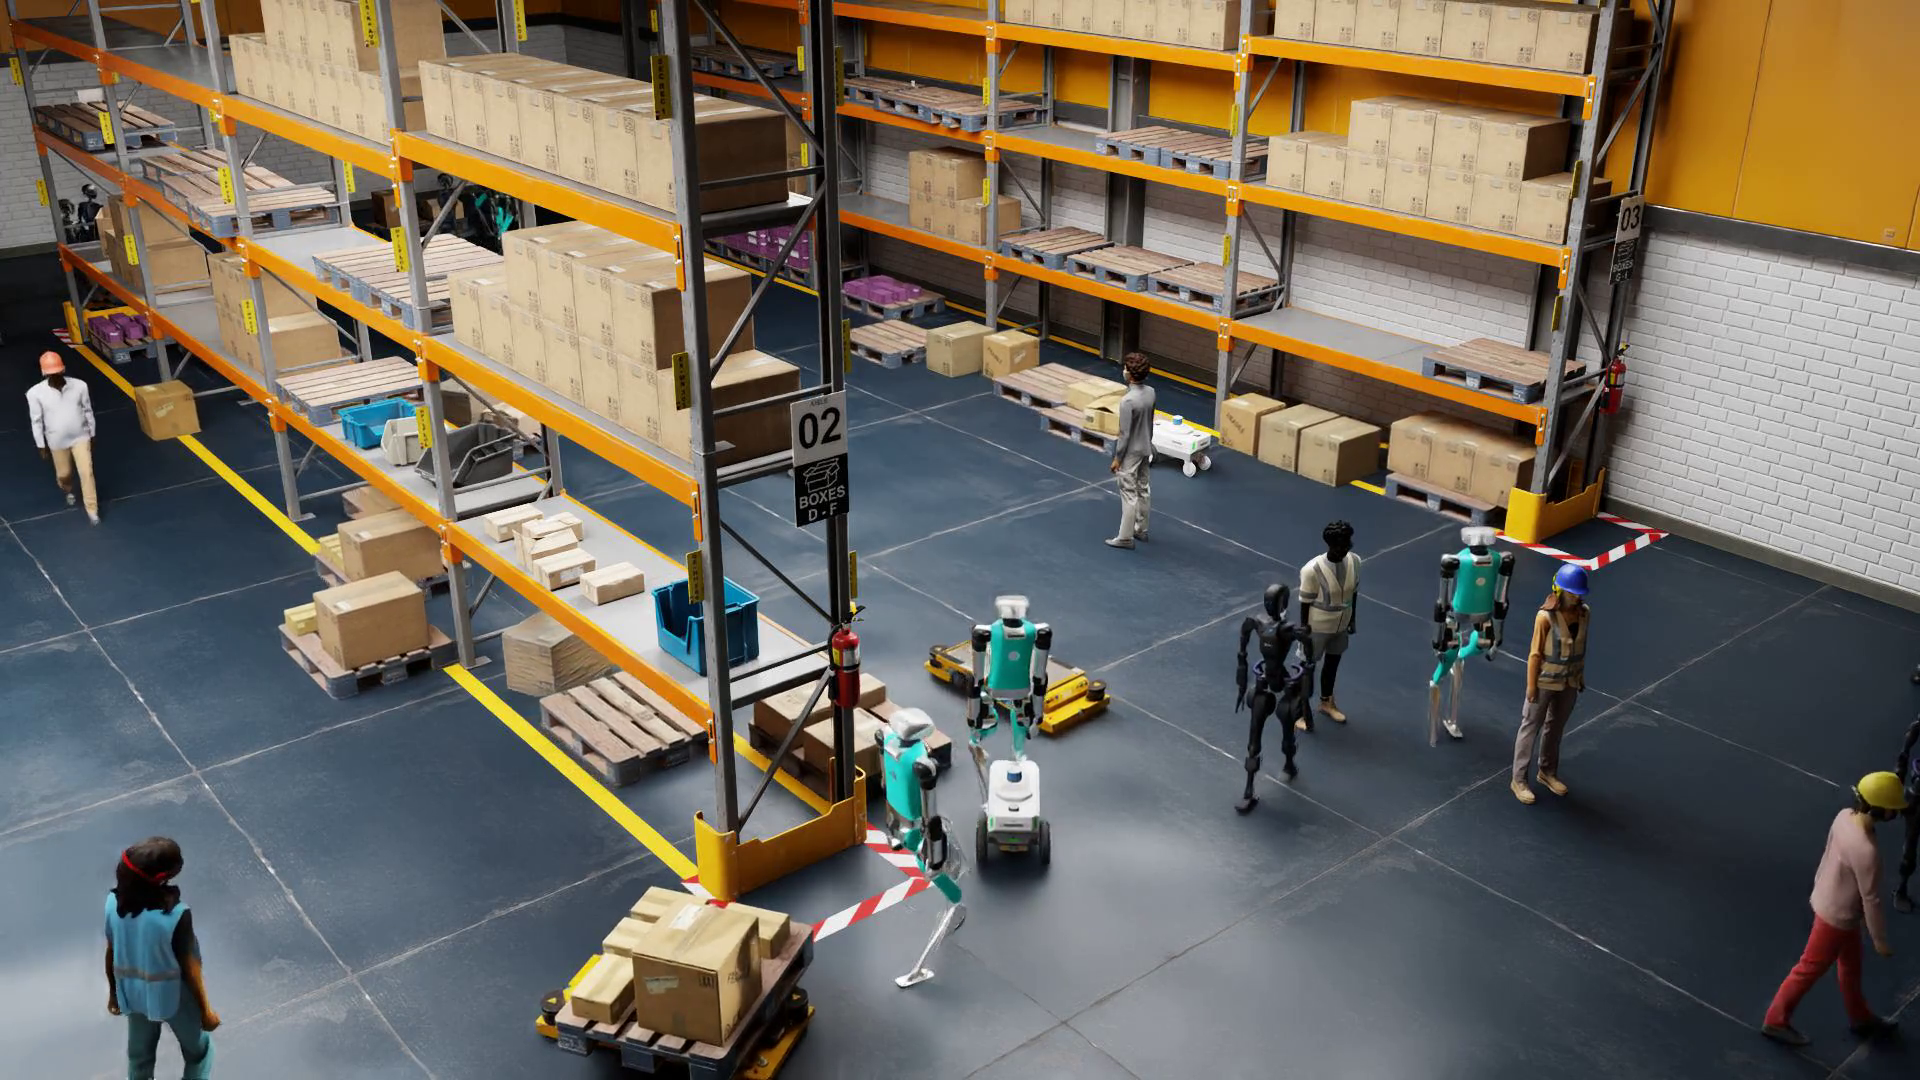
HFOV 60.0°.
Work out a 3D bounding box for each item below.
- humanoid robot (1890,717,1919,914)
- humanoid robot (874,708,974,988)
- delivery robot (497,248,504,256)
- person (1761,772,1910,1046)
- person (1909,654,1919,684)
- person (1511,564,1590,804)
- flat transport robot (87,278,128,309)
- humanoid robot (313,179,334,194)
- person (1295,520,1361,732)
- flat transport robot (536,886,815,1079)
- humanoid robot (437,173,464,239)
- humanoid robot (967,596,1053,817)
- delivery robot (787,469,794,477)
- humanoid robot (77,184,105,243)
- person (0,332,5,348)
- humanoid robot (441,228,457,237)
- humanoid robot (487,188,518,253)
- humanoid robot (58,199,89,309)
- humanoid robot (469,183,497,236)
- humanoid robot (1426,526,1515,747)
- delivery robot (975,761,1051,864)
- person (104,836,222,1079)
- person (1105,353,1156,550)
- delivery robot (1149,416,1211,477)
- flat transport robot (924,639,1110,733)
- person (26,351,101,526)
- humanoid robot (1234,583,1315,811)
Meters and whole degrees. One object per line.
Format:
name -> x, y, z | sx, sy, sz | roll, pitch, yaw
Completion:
humanoid robot -> 6.011, 1.580, 10.210 | 0.611, 1.643, 0.368 | 8, 25, 19
humanoid robot -> -0.077, 1.723, 9.856 | 0.915, 1.775, 0.540 | -16, 28, -32
delivery robot -> -6.793, -4.538, 25.816 | 0.791, 0.614, 0.499 | 11, 25, 23
person -> 4.907, 2.046, 9.058 | 0.791, 1.736, 0.533 | 7, 24, 15
person -> 7.811, 0.268, 12.939 | 0.548, 1.927, 0.390 | 14, 27, 29
person -> 4.111, 0.978, 11.473 | 0.478, 1.777, 0.306 | -9, 25, -20
flat transport robot -> -11.515, -3.422, 23.569 | 1.431, 0.231, 0.659 | 4, 24, 10
humanoid robot -> -9.125, -4.159, 23.574 | 0.749, 1.906, 0.577 | 4, 24, 10
person -> 2.736, 0.626, 12.403 | 0.534, 1.693, 0.321 | -12, 26, -25
flat transport robot -> -1.613, 2.683, 9.431 | 1.431, 0.231, 0.659 | 8, 25, 17
humanoid robot -> -7.476, -4.598, 24.561 | 0.780, 1.622, 0.586 | -14, 27, -28
humanoid robot -> 0.285, 1.115, 11.206 | 0.555, 1.786, 0.677 | -4, 24, -9
delivery robot -> -1.937, -1.008, 17.628 | 0.792, 0.603, 0.499 | 14, 27, 30
humanoid robot -> -12.346, -4.229, 23.683 | 0.585, 1.639, 0.446 | 8, 25, 17
person -> -12.820, -3.381, 21.461 | 0.679, 1.858, 0.948 | -18, 29, -36
humanoid robot -> -6.469, -3.197, 21.285 | 0.478, 1.645, 0.614 | 11, 26, 23
humanoid robot -> -7.033, -5.007, 25.371 | 0.550, 1.781, 0.667 | 6, 24, 14
humanoid robot -> -12.080, -3.837, 22.757 | 0.340, 1.659, 0.611 | -14, 27, -30
humanoid robot -> -7.782, -5.852, 27.423 | 0.693, 1.851, 0.562 | 14, 27, 29
humanoid robot -> 3.665, 0.691, 12.250 | 0.544, 1.847, 0.703 | -1, 23, -3
delivery robot -> 0.360, 1.807, 11.119 | 0.499, 0.611, 0.814 | 1, 23, 2
person -> -4.086, 2.313, 8.329 | 0.715, 1.835, 0.468 | 5, 24, 11
person -> 1.629, -0.825, 15.502 | 0.395, 1.898, 0.528 | 19, 30, 37
delivery robot -> 2.282, -1.029, 17.661 | 0.774, 0.592, 0.499 | 21, 31, 39
flat transport robot -> 0.437, 1.088, 13.124 | 0.659, 0.231, 1.431 | -21, 31, -39
person -> -8.717, -1.034, 16.207 | 0.561, 1.720, 0.761 | -16, 28, -33
humanoid robot -> 2.198, 1.054, 11.501 | 0.601, 1.631, 0.794 | 14, 27, 30
